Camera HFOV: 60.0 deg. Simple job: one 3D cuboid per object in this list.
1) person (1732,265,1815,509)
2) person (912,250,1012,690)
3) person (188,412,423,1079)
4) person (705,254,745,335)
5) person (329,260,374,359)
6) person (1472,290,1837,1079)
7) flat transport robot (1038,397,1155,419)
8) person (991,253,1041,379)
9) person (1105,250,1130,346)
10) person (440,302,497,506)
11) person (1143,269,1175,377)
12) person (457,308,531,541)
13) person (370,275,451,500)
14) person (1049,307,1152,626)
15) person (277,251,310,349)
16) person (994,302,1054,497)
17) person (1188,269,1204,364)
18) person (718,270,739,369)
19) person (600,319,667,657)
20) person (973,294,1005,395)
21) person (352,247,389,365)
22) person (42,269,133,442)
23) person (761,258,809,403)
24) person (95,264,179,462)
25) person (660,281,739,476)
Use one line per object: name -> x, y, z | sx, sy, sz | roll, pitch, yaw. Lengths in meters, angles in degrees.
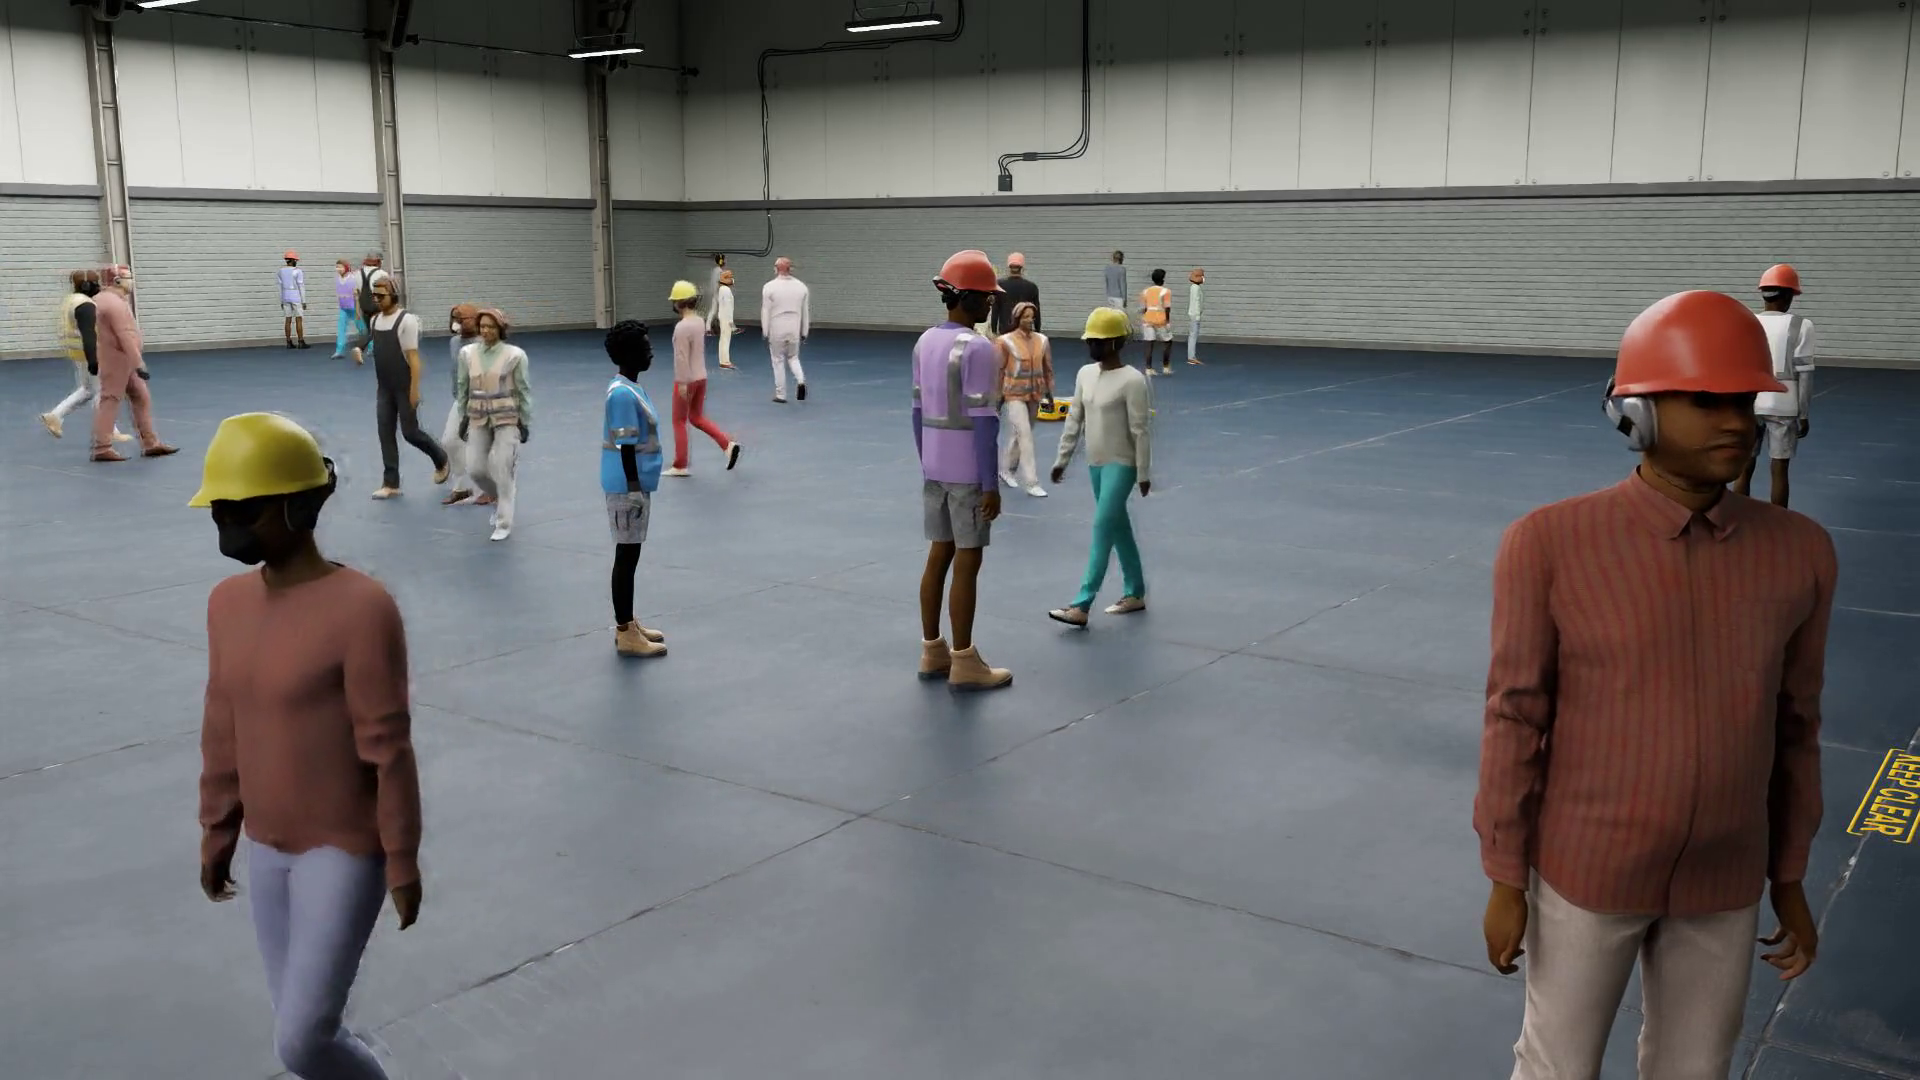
person -> 5.480, -0.887, 11.272 | 0.542, 1.929, 0.374 | 8, 13, 39
person -> 0.020, -0.325, 7.805 | 0.394, 2.041, 0.612 | -6, 12, -30
person -> -1.327, 0.618, 3.334 | 0.542, 1.750, 0.374 | 6, 12, 31
person -> -5.393, -5.551, 37.709 | 0.961, 1.812, 0.551 | -6, 12, -32
person -> -11.015, -4.182, 30.131 | 0.575, 1.792, 1.009 | 5, 11, 27
person -> 1.205, 0.571, 2.913 | 0.615, 1.997, 0.373 | -1, 10, -5
flat transport robot -> 1.542, -1.590, 19.849 | 1.431, 0.197, 0.652 | -3, 10, -16
person -> 0.736, -2.725, 21.529 | 0.643, 1.933, 1.037 | 1, 10, 6
person -> 3.176, -4.883, 33.632 | 0.365, 1.939, 0.633 | -6, 12, -29
person -> -3.892, -1.057, 13.082 | 0.537, 1.608, 0.564 | 8, 13, 37
person -> 3.132, -3.383, 25.932 | 0.558, 1.671, 0.656 | 9, 14, 41
person -> -3.266, -0.821, 11.724 | 0.530, 1.626, 0.437 | 1, 10, 7
person -> -4.561, -1.262, 13.685 | 0.527, 1.819, 0.748 | 5, 11, 27
person -> 0.745, -0.393, 9.087 | 0.874, 1.728, 0.546 | -6, 12, -32
person -> -13.122, -4.719, 32.732 | 0.542, 1.930, 0.374 | 2, 10, 9
person -> 0.526, -1.194, 13.906 | 0.525, 1.600, 0.837 | -6, 12, -31
person -> 4.087, -3.860, 28.748 | 0.280, 1.634, 0.498 | 0, 10, 2
person -> -3.860, -3.646, 27.551 | 0.281, 1.634, 0.498 | -4, 11, -21
person -> -1.663, -0.266, 8.440 | 0.319, 1.697, 0.533 | -2, 10, -11
person -> 0.297, -2.815, 22.465 | 0.923, 1.793, 0.584 | -6, 12, -29
person -> -9.844, -3.918, 27.938 | 0.689, 2.000, 0.770 | 4, 11, 23
person -> -9.112, -1.899, 17.261 | 0.740, 1.819, 0.633 | -7, 12, -34
person -> -2.278, -2.715, 21.630 | 0.645, 1.892, 0.465 | -6, 12, -31
person -> -7.941, -1.693, 15.951 | 0.862, 1.876, 0.653 | -5, 11, -24
person -> -2.349, -1.422, 14.756 | 0.645, 1.749, 0.534 | 3, 11, 17
